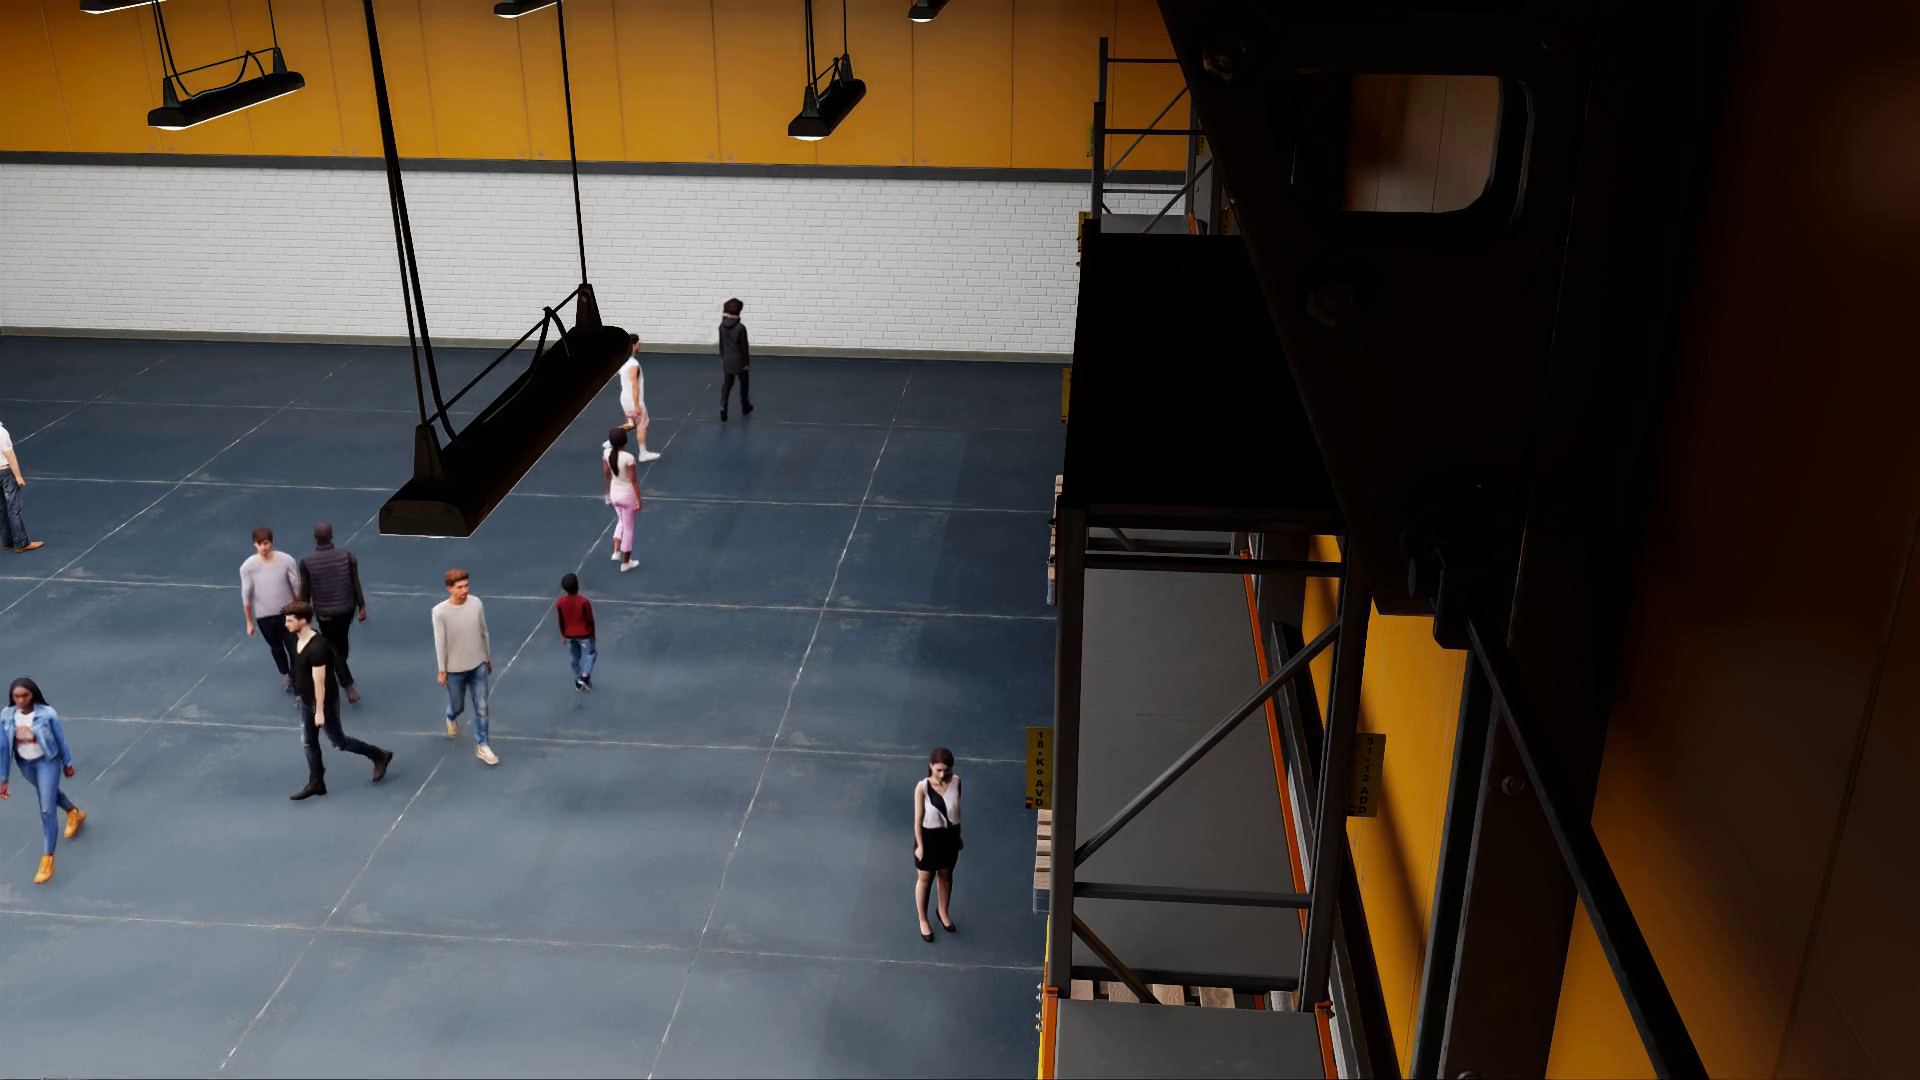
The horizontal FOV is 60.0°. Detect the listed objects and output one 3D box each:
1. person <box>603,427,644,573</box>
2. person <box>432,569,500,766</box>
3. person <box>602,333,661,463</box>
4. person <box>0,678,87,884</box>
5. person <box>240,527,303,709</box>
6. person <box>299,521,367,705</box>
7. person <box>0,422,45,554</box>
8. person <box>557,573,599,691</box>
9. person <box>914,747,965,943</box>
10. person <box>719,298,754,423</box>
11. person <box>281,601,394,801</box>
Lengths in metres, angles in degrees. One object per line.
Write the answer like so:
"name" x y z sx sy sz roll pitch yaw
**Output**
"person" -3.874 -0.438 18.849 0.717 1.729 0.762 12 27 26
"person" -4.530 1.117 15.093 1.045 1.888 1.125 -17 29 -34
"person" -4.417 -1.840 22.010 1.022 1.765 1.029 -13 27 -26
"person" -7.522 1.860 13.683 0.717 1.656 1.250 -1 24 -2
"person" -6.639 0.703 16.155 0.996 1.796 1.256 -8 25 -18
"person" -6.033 0.743 16.064 1.102 1.795 1.280 -12 26 -25
"person" -11.214 -0.763 19.433 0.742 1.856 0.705 11 26 24
"person" -3.763 0.930 16.321 0.505 1.247 0.556 2 24 5
"person" -0.170 2.297 12.688 0.639 1.651 0.674 -13 27 -27
"person" -3.234 -2.535 23.613 0.798 1.755 1.138 8 25 18
"person" -5.482 1.381 14.509 1.201 1.872 1.114 -20 31 -38
